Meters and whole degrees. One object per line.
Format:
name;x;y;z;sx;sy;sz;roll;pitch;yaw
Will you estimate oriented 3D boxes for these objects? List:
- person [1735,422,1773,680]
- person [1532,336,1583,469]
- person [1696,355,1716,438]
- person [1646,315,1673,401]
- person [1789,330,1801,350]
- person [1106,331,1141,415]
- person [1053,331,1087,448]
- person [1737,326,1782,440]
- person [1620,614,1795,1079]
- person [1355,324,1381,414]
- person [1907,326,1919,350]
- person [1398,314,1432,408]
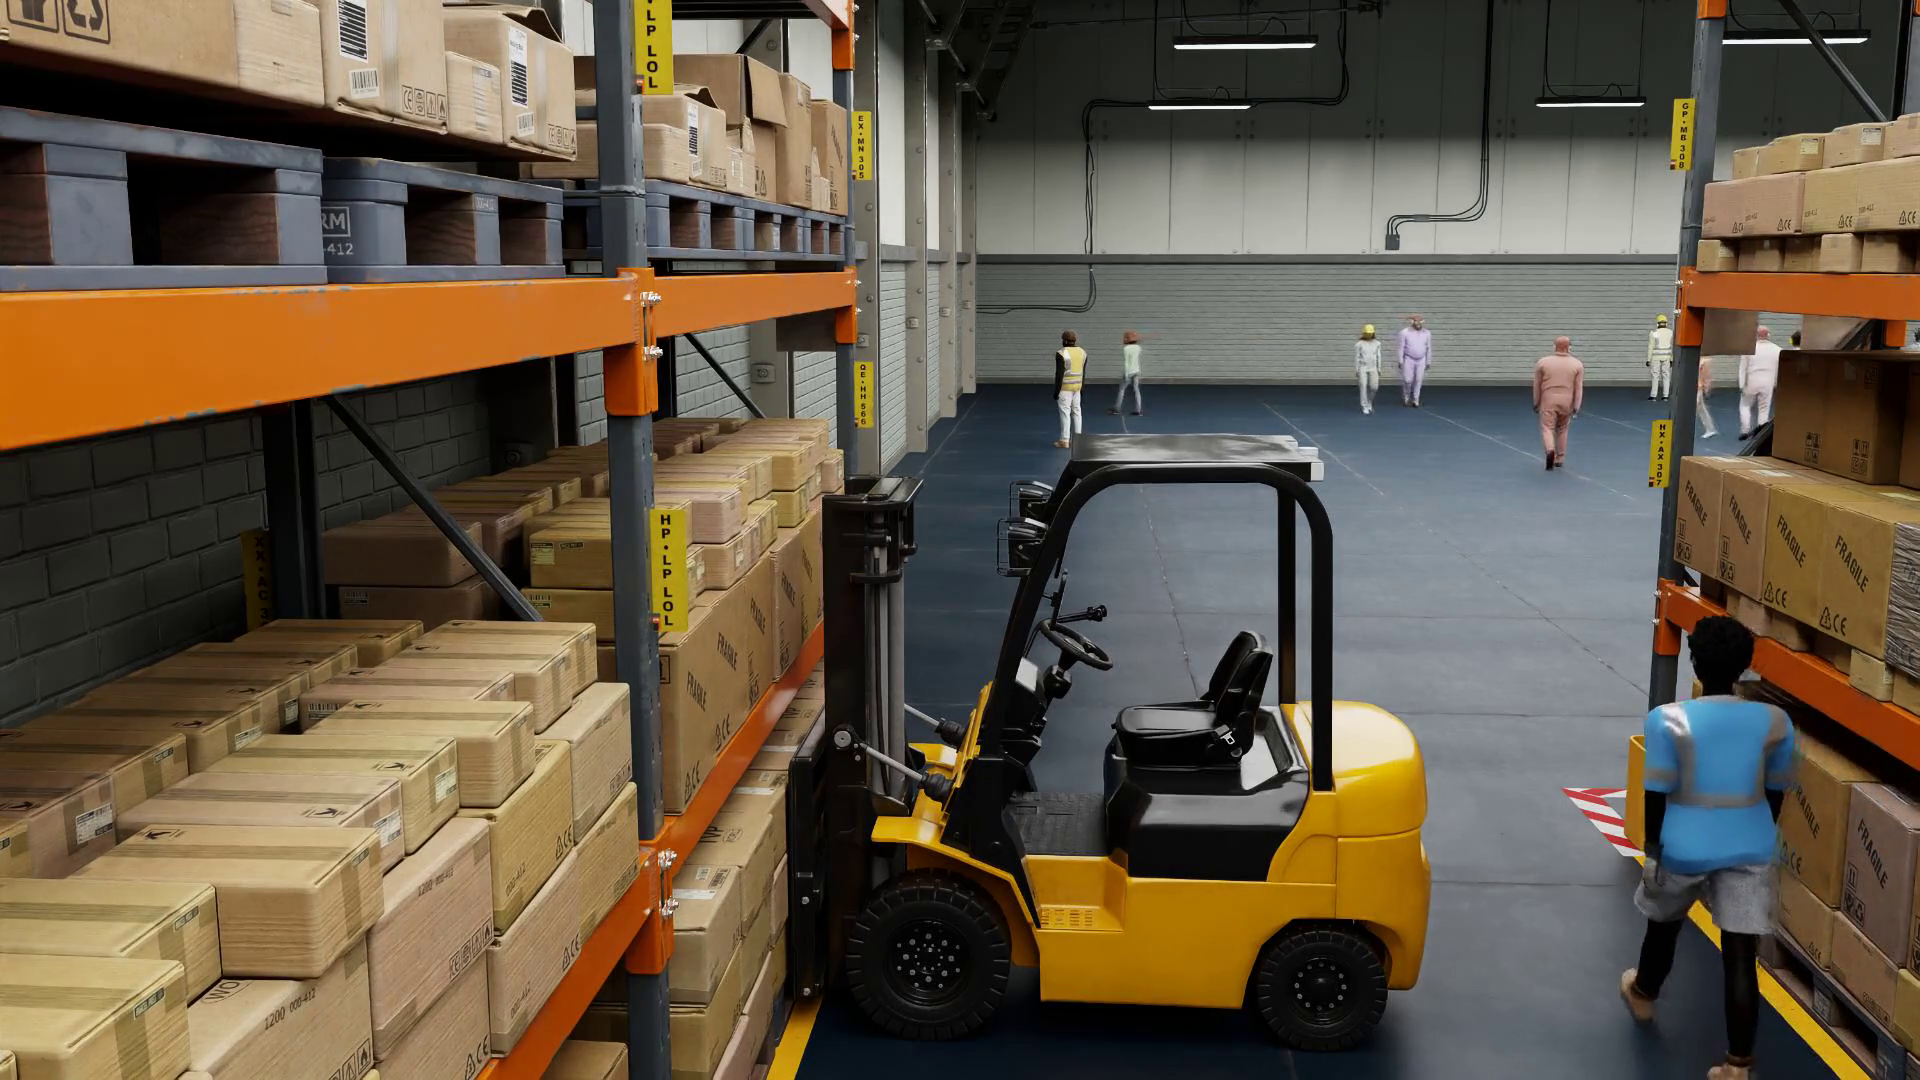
person;4.708;0.278;9.788;0.368;1.963;0.603;-8;12;-39
person;8.431;-1.936;23.464;0.648;1.881;0.787;2;10;12
person;12.176;-2.463;27.505;0.882;1.593;0.529;-1;9;-3
person;14.807;-3.840;35.177;0.599;1.818;0.403;-1;9;-3
person;13.443;-2.452;26.750;0.534;1.836;0.934;3;10;20
person;3.195;-3.195;31.939;0.509;1.606;0.729;-9;13;-44
person;1.708;-2.380;26.268;0.637;1.842;0.429;-8;12;-41
person;12.927;-2.509;26.928;0.659;1.891;0.562;2;10;12
person;2.652;1.076;5.903;0.543;1.643;0.894;1;9;5
person;7.912;-3.310;32.215;0.511;1.728;0.354;0;9;-2
person;15.819;-2.601;27.480;0.655;1.881;1.035;-2;10;-13
person;9.194;-3.613;33.563;0.670;1.894;0.432;0;9;-1
